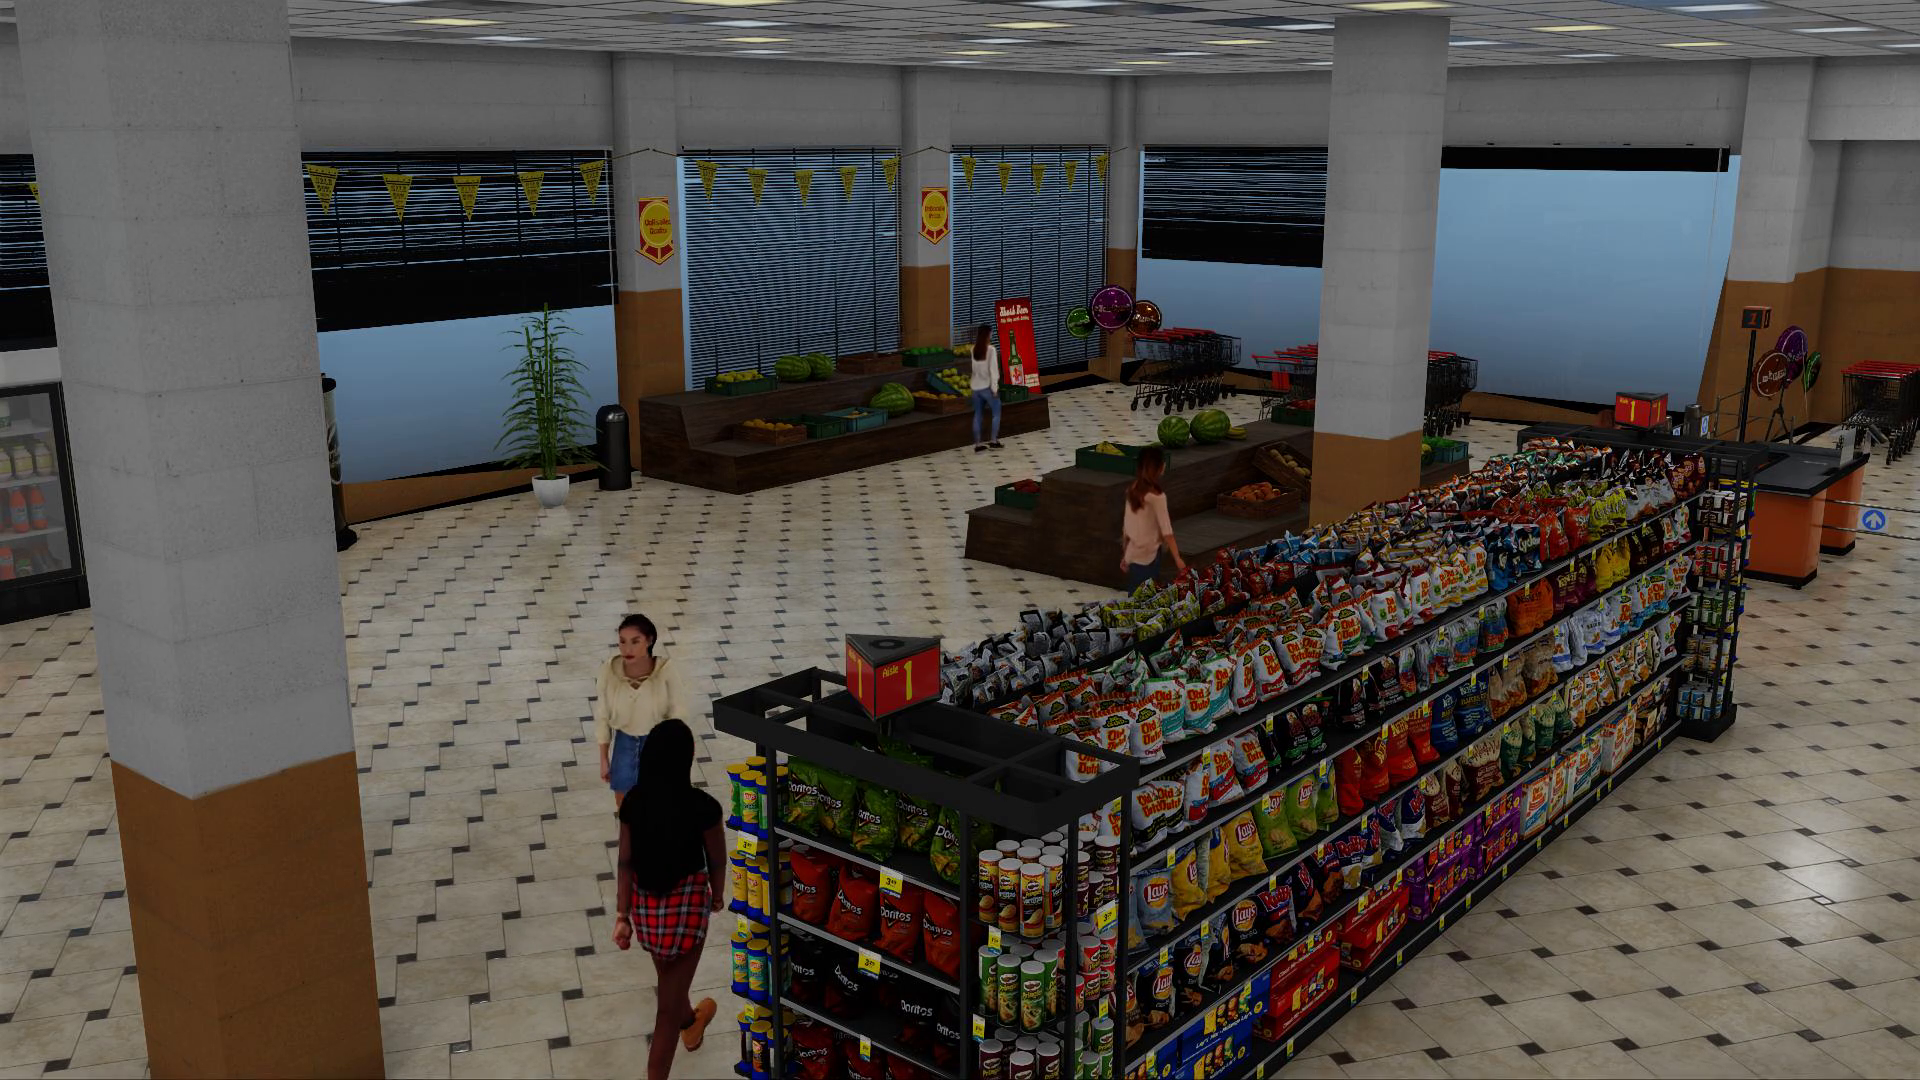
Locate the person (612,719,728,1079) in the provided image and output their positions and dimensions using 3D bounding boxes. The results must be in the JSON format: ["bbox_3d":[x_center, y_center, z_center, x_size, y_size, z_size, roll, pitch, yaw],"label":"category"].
[{"bbox_3d":[-1.217,1.635,6.836,0.899,1.671,1.222,4,14,15],"label":"person"}]

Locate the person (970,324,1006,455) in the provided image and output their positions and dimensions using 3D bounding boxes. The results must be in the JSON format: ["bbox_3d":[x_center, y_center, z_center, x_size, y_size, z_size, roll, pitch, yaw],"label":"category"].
[{"bbox_3d":[0.268,-1.941,21.569,0.632,1.676,0.670,12,18,40],"label":"person"}]

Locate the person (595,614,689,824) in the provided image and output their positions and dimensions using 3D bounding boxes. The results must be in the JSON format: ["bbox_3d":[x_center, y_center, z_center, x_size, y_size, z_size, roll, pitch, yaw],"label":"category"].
[{"bbox_3d":[-1.679,1.151,8.959,0.903,1.612,0.984,0,14,1],"label":"person"}]

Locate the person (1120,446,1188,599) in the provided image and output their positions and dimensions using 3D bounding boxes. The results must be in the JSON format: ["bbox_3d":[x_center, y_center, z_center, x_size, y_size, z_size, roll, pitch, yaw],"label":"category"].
[{"bbox_3d":[1.314,0.205,12.582,1.192,1.741,0.975,-5,14,-19],"label":"person"}]
